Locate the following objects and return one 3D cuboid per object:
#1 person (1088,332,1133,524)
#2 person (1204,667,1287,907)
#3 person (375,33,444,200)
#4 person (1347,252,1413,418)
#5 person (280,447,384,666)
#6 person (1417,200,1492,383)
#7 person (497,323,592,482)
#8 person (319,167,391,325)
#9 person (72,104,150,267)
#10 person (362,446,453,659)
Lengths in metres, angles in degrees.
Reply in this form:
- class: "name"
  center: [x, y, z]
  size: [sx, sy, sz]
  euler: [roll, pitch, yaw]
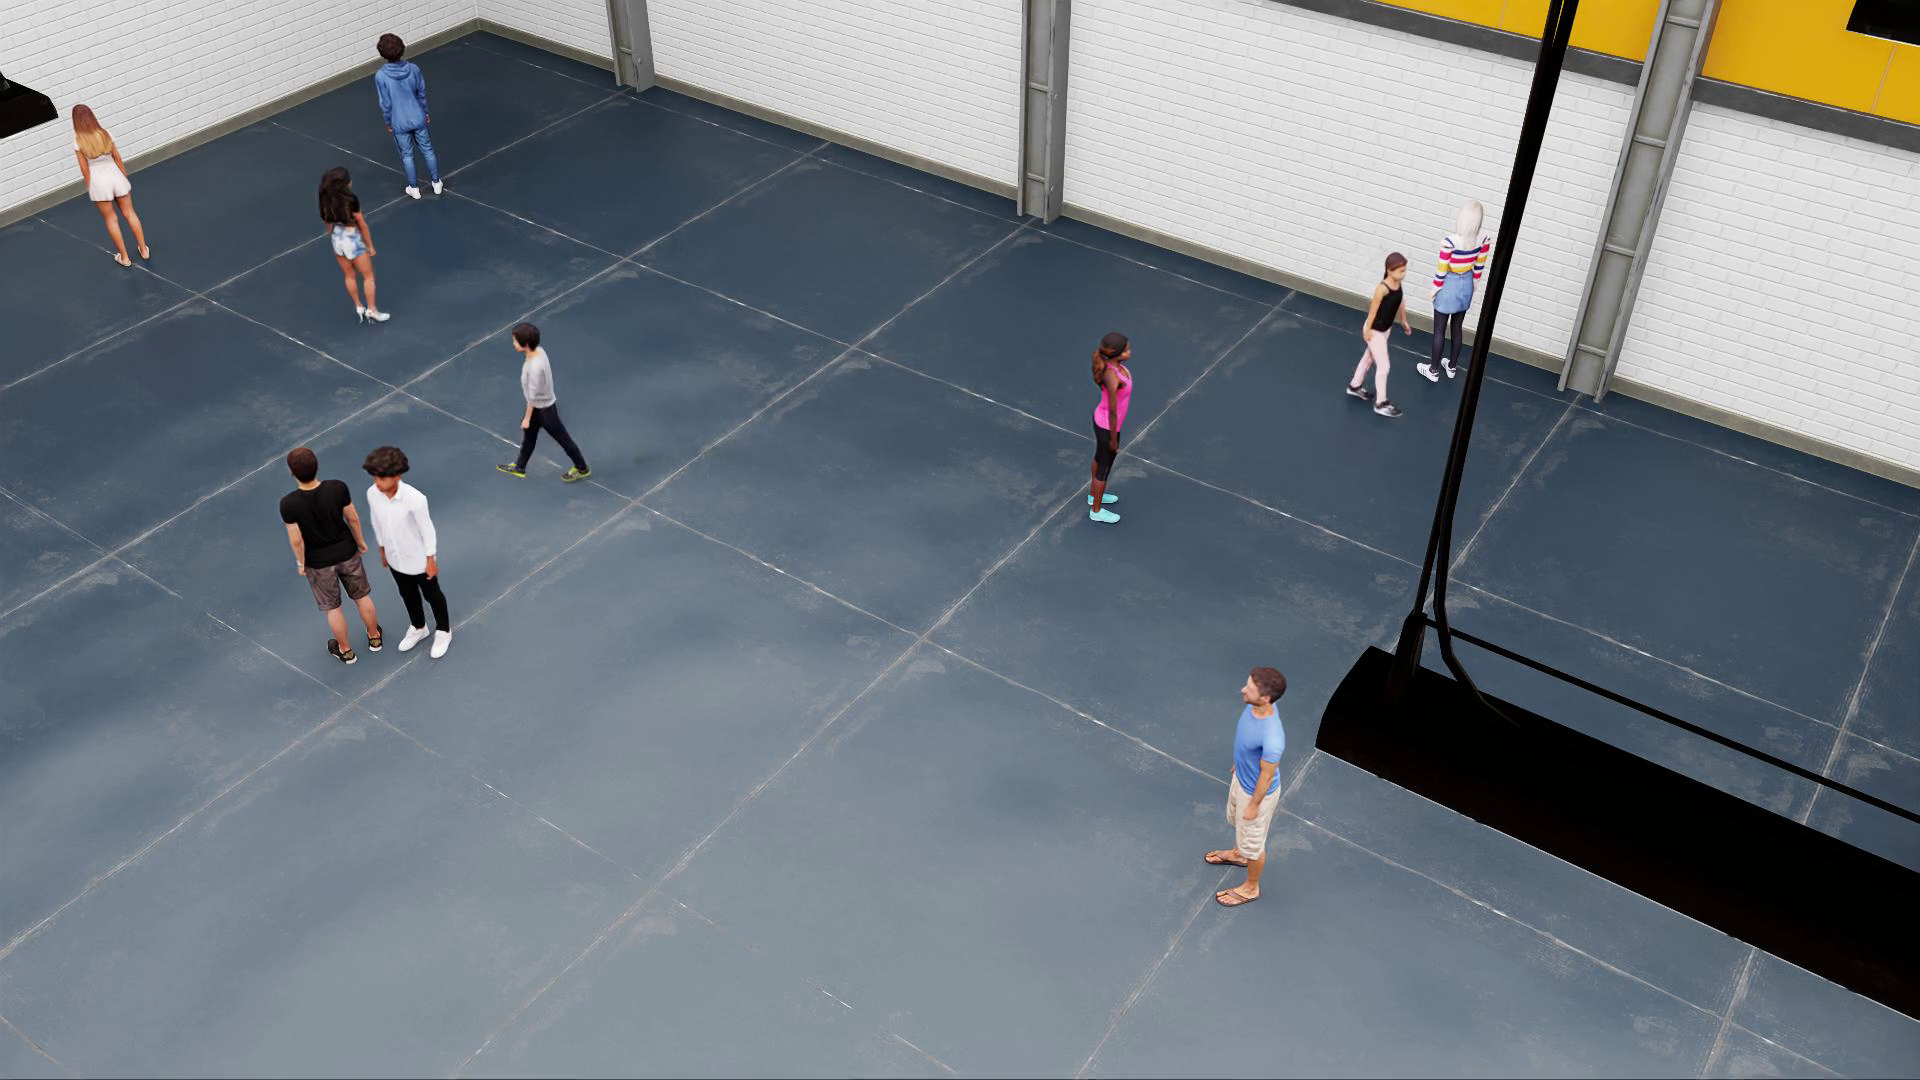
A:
- class: "person"
  center: [1.195, -0.936, 13.452]
  size: [0.694, 1.722, 0.660]
  euler: [2, 39, 2]
- class: "person"
  center: [1.827, 1.491, 10.300]
  size: [0.776, 1.864, 0.734]
  euler: [-3, 39, -4]
- class: "person"
  center: [-5.960, -4.567, 17.929]
  size: [0.752, 1.811, 0.735]
  euler: [-18, 42, -21]
- class: "person"
  center: [3.672, -1.900, 14.805]
  size: [0.836, 1.541, 0.543]
  euler: [25, 45, 28]
- class: "person"
  center: [-4.553, 0.110, 12.032]
  size: [0.739, 1.862, 0.697]
  euler: [-25, 45, -28]
- class: "person"
  center: [4.483, -2.263, 15.045]
  size: [0.722, 1.809, 0.745]
  euler: [-11, 40, -13]
- class: "person"
  center: [-3.386, -1.115, 13.842]
  size: [1.021, 1.517, 0.991]
  euler: [-9, 39, -11]
- class: "person"
  center: [-5.816, -2.796, 15.869]
  size: [0.614, 1.614, 0.730]
  euler: [7, 39, 9]
- class: "person"
  center: [-8.619, -3.594, 16.803]
  size: [0.615, 1.696, 0.605]
  euler: [-29, 47, -32]
- class: "person"
  center: [-4.014, 0.075, 12.118]
  size: [0.594, 1.809, 0.743]
  euler: [12, 40, 14]
